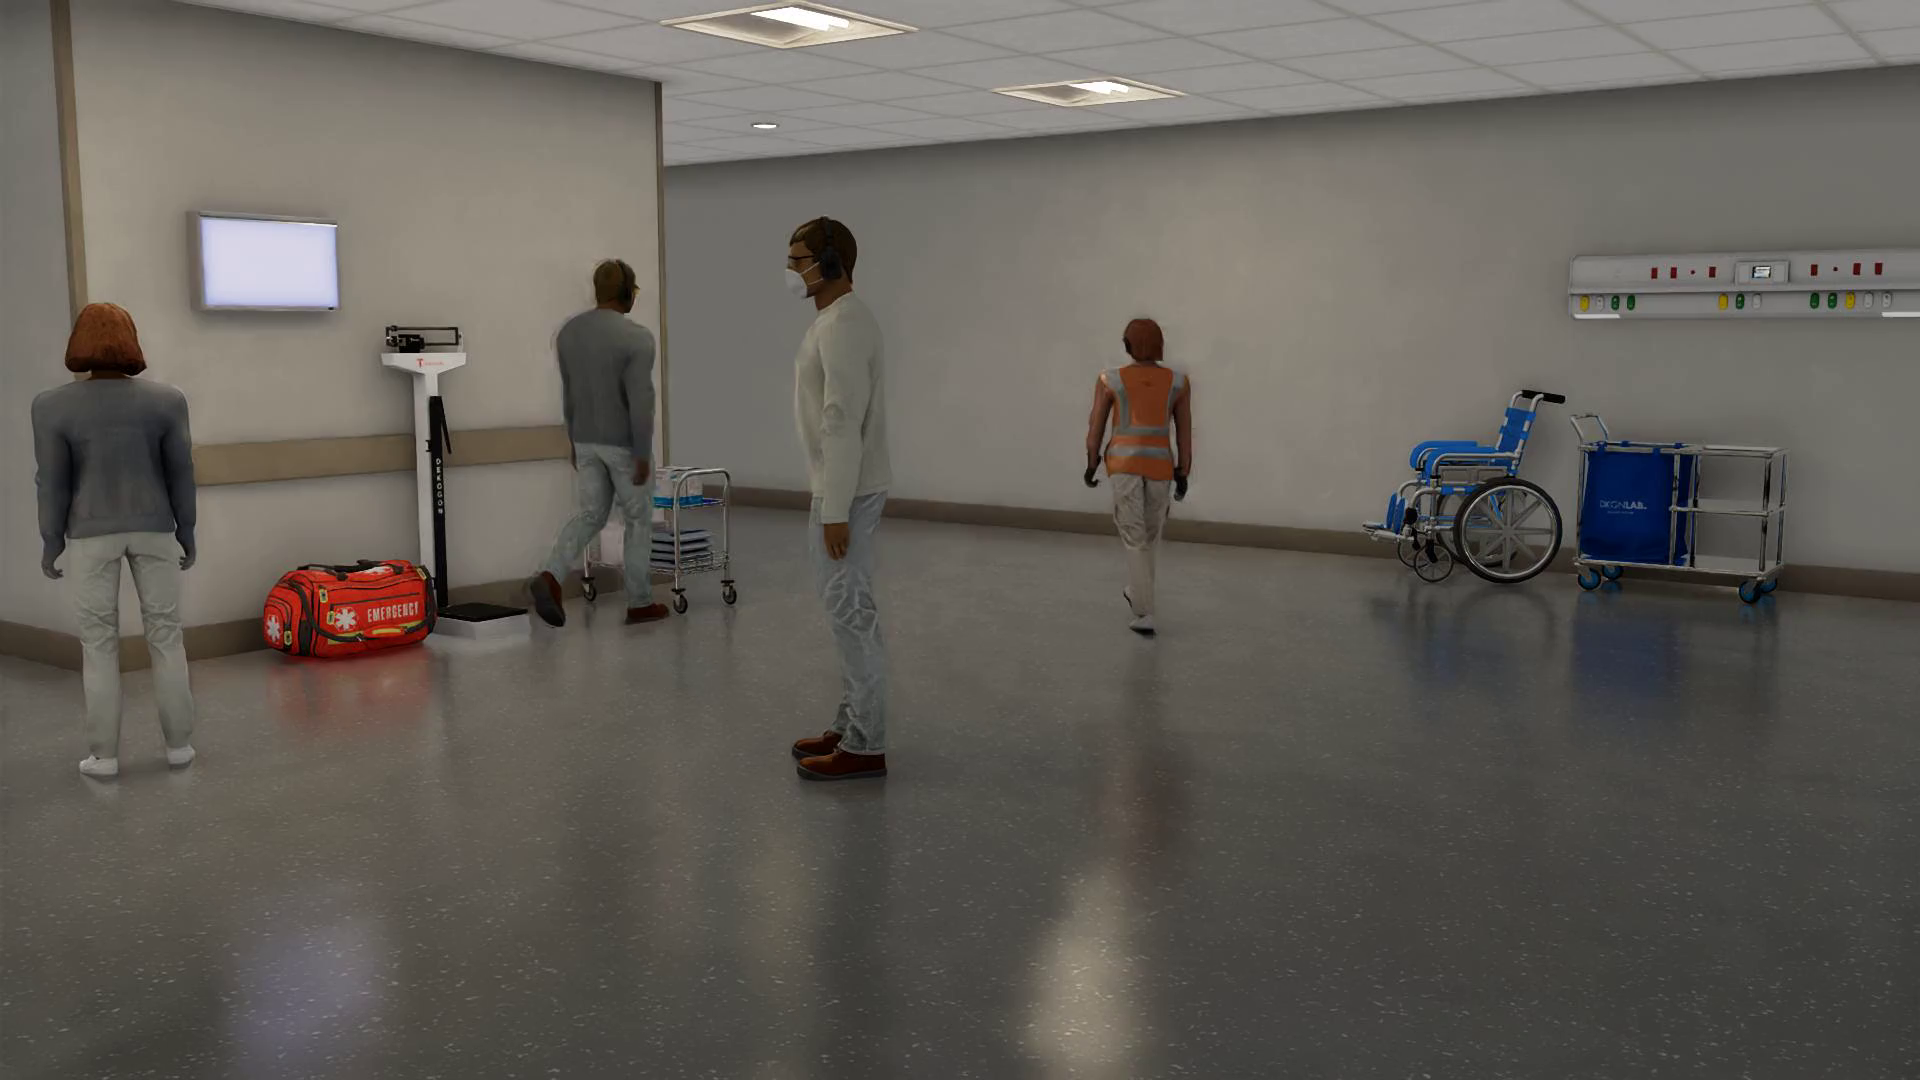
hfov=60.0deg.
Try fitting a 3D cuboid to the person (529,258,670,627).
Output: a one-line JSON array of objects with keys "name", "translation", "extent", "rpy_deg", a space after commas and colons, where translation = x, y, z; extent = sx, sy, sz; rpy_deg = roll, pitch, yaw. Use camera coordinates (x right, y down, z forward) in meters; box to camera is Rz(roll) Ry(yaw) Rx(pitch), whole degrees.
[{"name": "person", "translation": [-1.840, -0.481, 8.530], "extent": [0.631, 1.918, 0.776], "rpy_deg": [4, 8, 27]}]

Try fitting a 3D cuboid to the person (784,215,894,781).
[{"name": "person", "translation": [-0.414, -0.140, 5.748], "extent": [0.368, 1.932, 0.622], "rpy_deg": [-1, 7, -4]}]

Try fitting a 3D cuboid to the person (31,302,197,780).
[{"name": "person", "translation": [-2.893, 0.005, 5.729], "extent": [0.498, 1.634, 0.278], "rpy_deg": [-5, 9, -35]}]

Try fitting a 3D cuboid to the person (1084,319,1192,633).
[{"name": "person", "translation": [0.918, -0.346, 8.698], "extent": [0.515, 1.596, 0.848], "rpy_deg": [-1, 7, -10]}]
